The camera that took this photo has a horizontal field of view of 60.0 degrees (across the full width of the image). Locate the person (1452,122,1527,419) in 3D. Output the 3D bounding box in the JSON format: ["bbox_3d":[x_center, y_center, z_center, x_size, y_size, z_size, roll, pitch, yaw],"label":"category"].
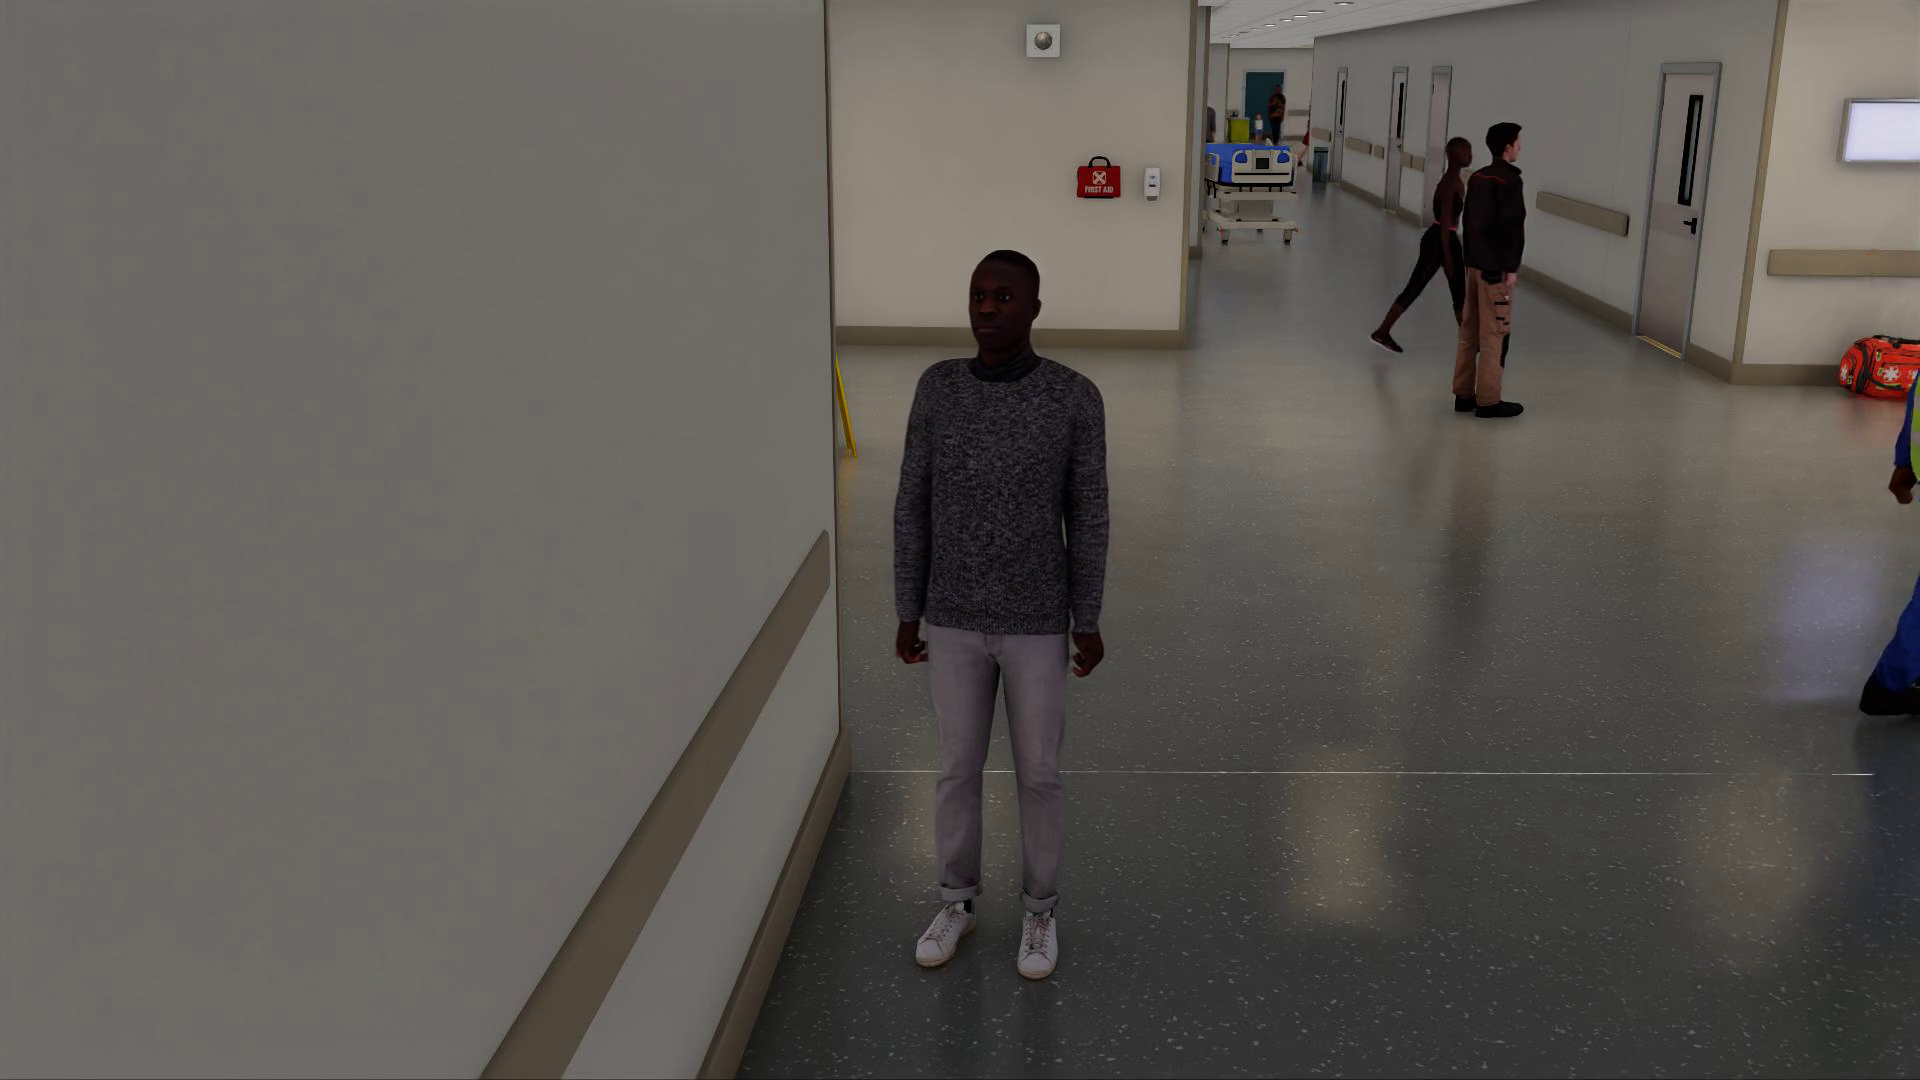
[{"bbox_3d":[3.544,-1.801,11.096,0.730,1.925,0.771,-4,16,-15],"label":"person"}]

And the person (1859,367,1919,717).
[{"bbox_3d":[3.420,-0.213,5.739,0.997,1.775,0.869,-5,17,-19],"label":"person"}]

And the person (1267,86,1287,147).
[{"bbox_3d":[9.650,-12.919,50.732,1.009,1.776,0.915,7,17,23],"label":"person"}]

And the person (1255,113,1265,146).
[{"bbox_3d":[9.183,-12.605,51.138,0.665,0.991,0.499,0,16,-1],"label":"person"}]

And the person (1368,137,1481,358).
[{"bbox_3d":[3.708,-2.275,13.175,1.319,1.710,1.011,9,18,30],"label":"person"}]

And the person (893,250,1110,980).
[{"bbox_3d":[0.107,0.189,4.193,0.533,1.839,0.779,4,16,13],"label":"person"}]
